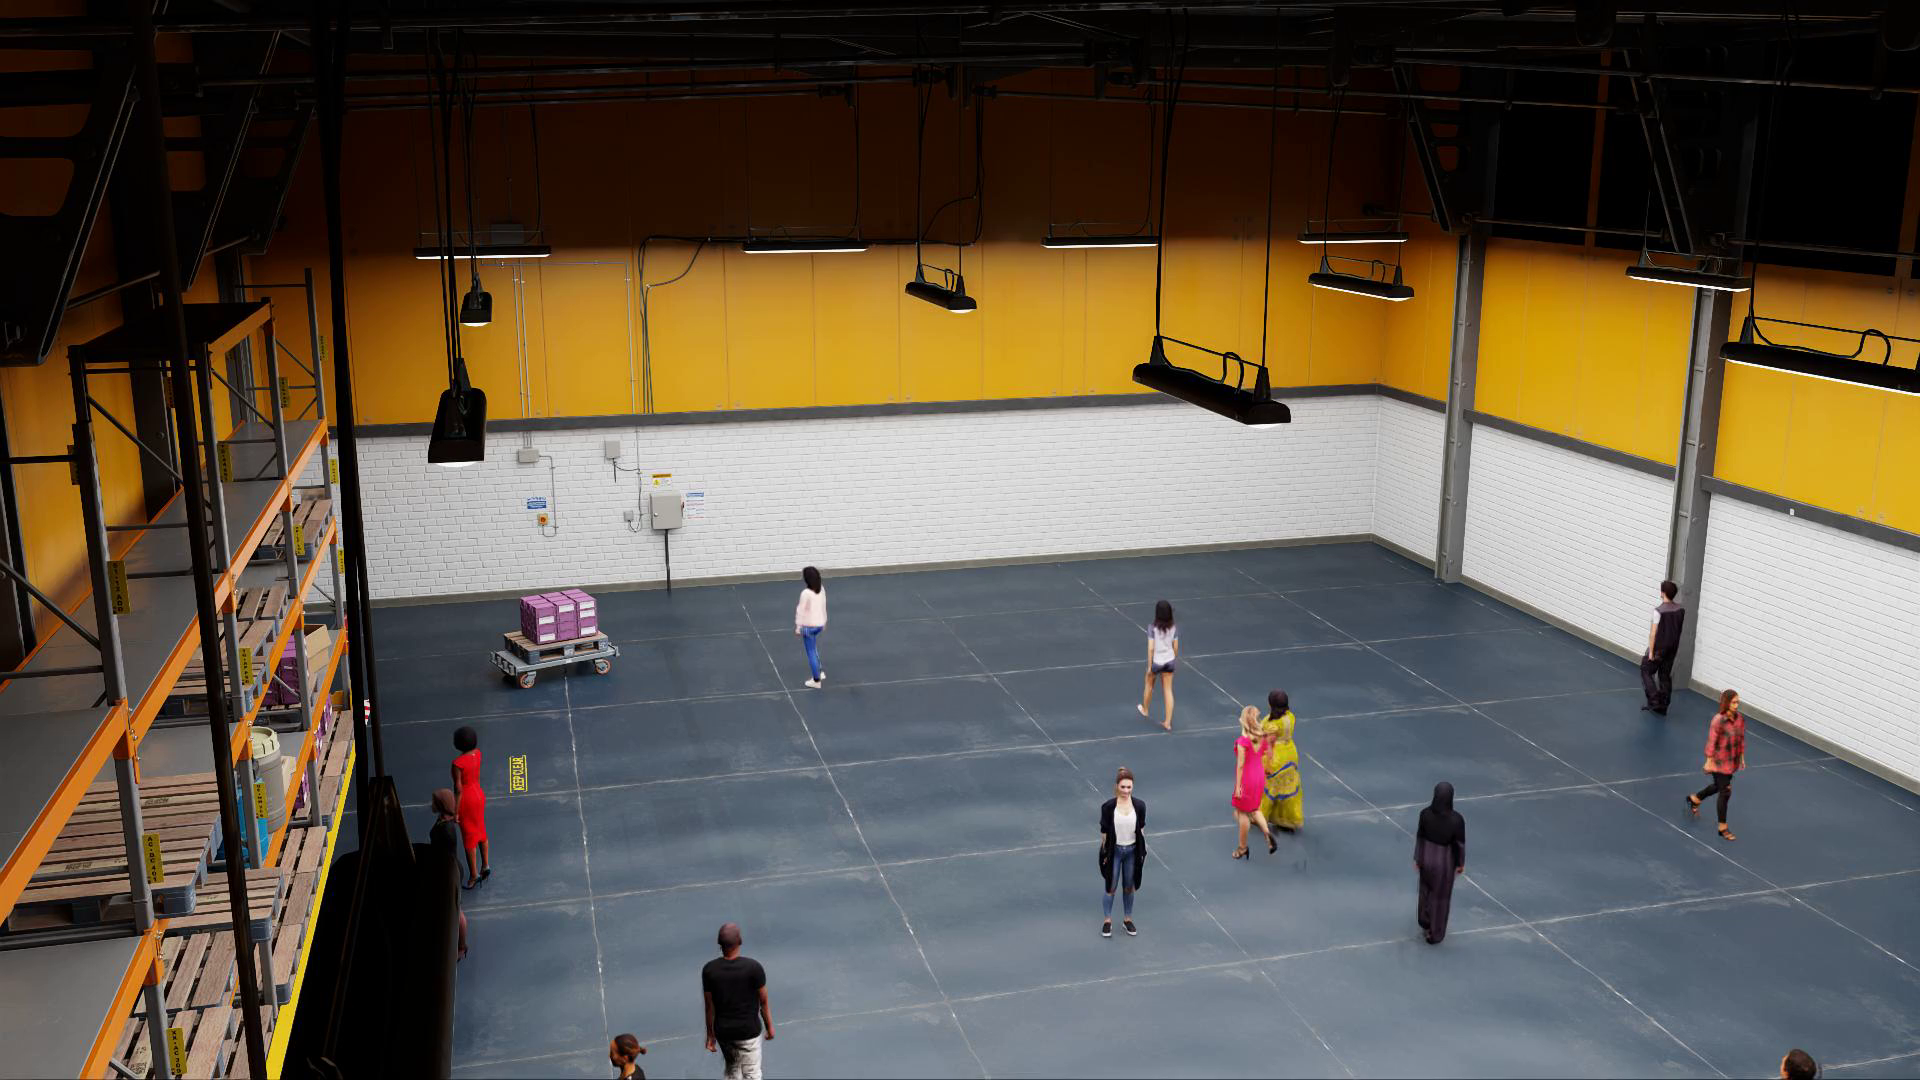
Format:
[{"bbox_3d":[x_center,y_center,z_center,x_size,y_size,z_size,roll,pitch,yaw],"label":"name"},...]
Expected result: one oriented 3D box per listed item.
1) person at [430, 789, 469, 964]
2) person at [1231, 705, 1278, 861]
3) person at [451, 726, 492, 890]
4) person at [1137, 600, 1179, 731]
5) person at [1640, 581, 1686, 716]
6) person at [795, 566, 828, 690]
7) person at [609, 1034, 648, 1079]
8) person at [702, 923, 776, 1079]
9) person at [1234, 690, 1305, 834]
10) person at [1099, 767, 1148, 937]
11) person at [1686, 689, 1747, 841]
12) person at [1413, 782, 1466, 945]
[{"bbox_3d":[-4.811,3.145,15.669,0.686,1.707,0.502,-7,15,-26],"label":"person"},{"bbox_3d":[3.186,2.628,17.800,0.786,1.708,0.911,-12,18,-42],"label":"person"},{"bbox_3d":[-5.061,2.755,17.194,0.702,1.746,0.609,5,14,20],"label":"person"},{"bbox_3d":[2.679,1.660,21.805,0.605,1.704,0.981,-4,14,-14],"label":"person"},{"bbox_3d":[9.488,1.479,22.269,0.640,1.837,0.597,-4,14,-14],"label":"person"},{"bbox_3d":[-2.005,1.247,23.402,0.812,1.756,0.760,8,16,31],"label":"person"},{"bbox_3d":[-2.239,4.176,11.497,0.663,1.665,0.464,-2,14,-10],"label":"person"},{"bbox_3d":[-1.703,3.821,12.732,0.946,1.773,1.217,1,14,6],"label":"person"},{"bbox_3d":[3.606,2.490,18.525,1.041,1.633,1.148,-12,18,-42],"label":"person"},{"bbox_3d":[1.573,3.026,16.190,0.666,1.691,0.614,-1,14,-4],"label":"person"},{"bbox_3d":[8.466,2.455,18.572,0.732,1.680,1.060,-6,15,-25],"label":"person"},{"bbox_3d":[4.578,3.109,16.017,0.861,1.611,0.922,8,16,29],"label":"person"}]
